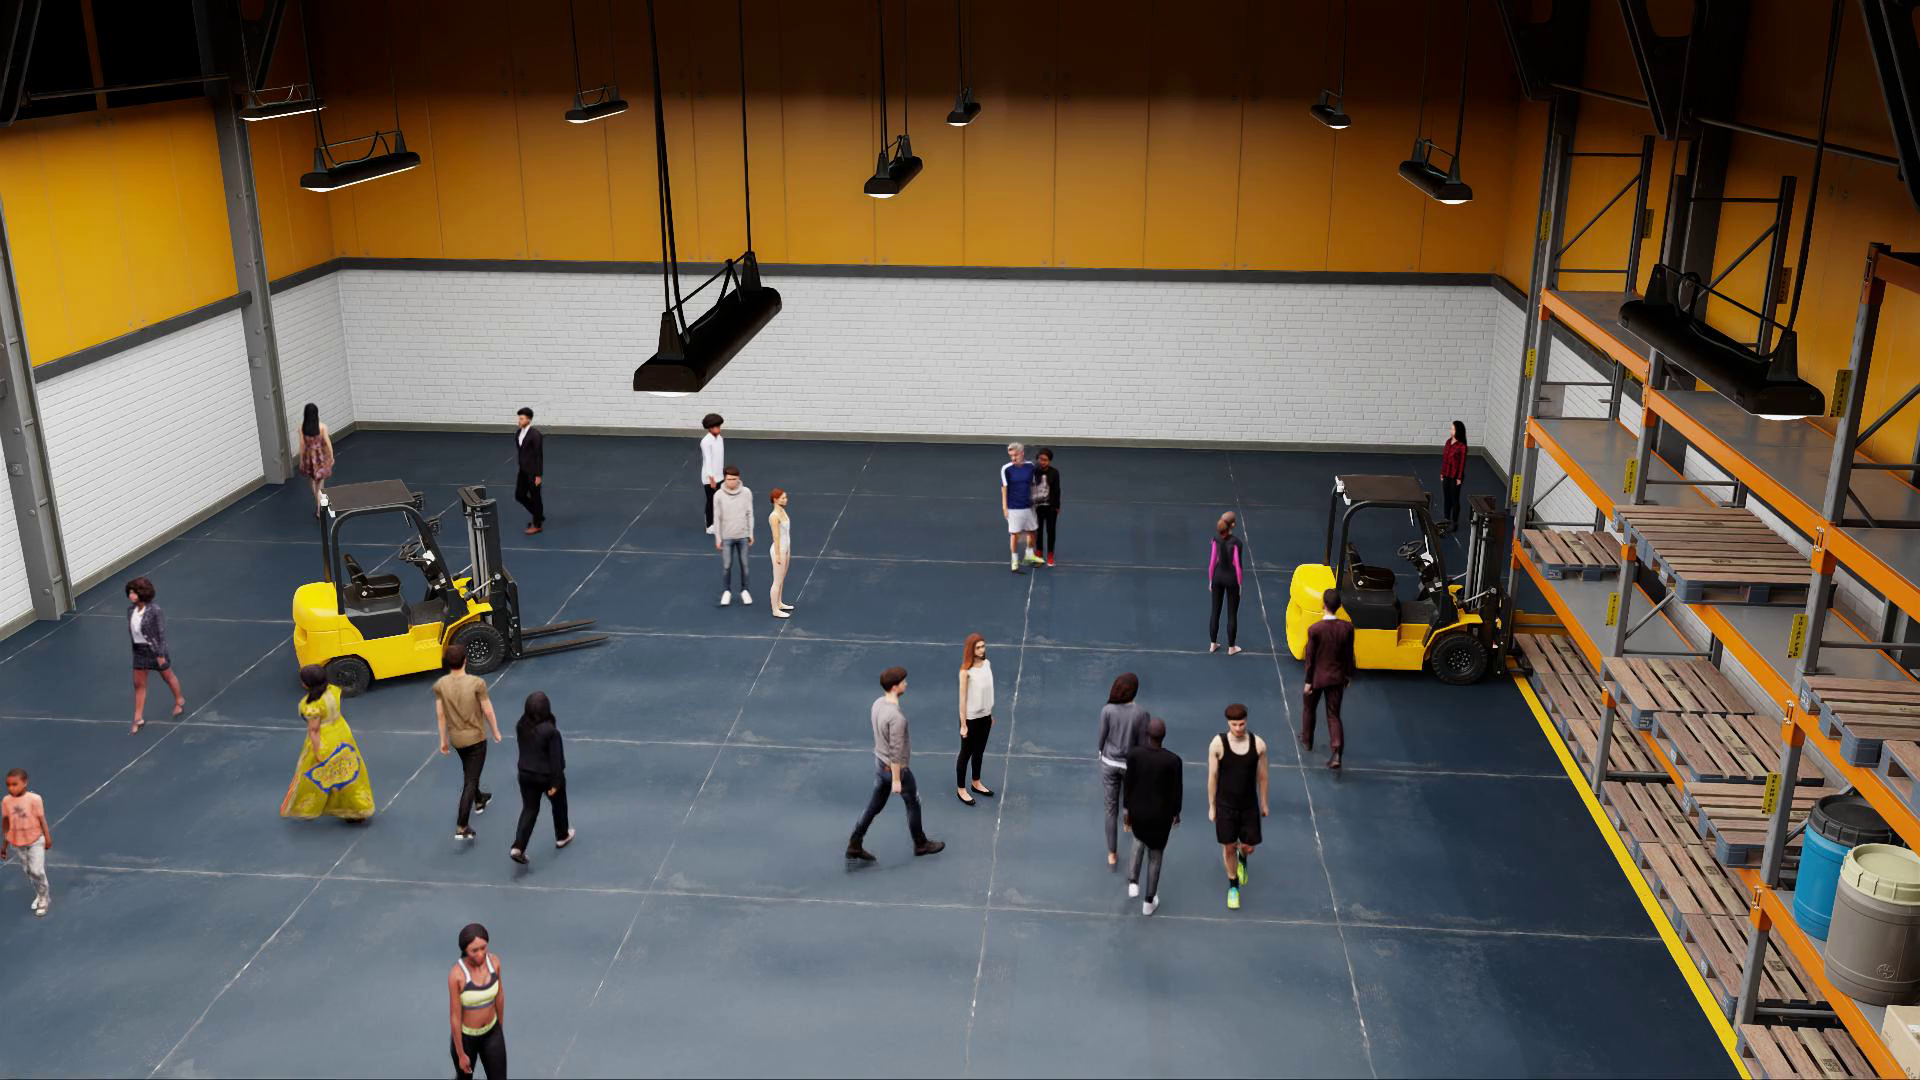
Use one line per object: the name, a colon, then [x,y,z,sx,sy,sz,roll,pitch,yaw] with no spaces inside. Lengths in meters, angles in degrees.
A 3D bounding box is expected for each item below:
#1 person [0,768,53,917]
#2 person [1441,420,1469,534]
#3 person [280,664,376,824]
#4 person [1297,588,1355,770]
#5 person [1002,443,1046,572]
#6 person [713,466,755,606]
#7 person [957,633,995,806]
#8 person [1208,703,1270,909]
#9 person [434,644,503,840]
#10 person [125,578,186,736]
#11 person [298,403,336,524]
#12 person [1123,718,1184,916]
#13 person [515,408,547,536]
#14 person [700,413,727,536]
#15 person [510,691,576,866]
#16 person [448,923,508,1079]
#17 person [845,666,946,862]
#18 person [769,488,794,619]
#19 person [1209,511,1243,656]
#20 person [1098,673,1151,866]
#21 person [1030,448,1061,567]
person: [-7.988,2.539,14.288,0.509,1.299,0.590,0,19,0]
person: [7.144,-0.930,24.037,0.716,1.652,0.599,-8,20,-22]
person: [-5.838,1.940,15.558,1.001,1.624,1.122,7,20,21]
person: [3.717,1.425,16.750,0.873,1.839,1.272,-2,19,-6]
person: [0.838,-0.459,22.392,0.931,1.808,0.873,-12,22,-32]
person: [-2.870,-0.076,21.193,0.734,1.847,0.698,-5,19,-14]
person: [0.140,1.706,16.101,0.718,1.721,0.633,17,25,41]
person: [2.376,2.226,14.312,0.691,1.877,0.792,-1,19,-3]
person: [-4.590,1.893,15.403,0.746,1.811,1.252,3,19,10]
person: [-8.546,1.202,17.713,0.767,1.648,1.080,5,19,15]
person: [-9.463,-1.104,24.402,0.779,1.749,0.964,-3,19,-9]
person: [1.592,2.365,14.097,0.742,1.751,0.767,8,20,23]
person: [-6.108,-1.020,23.951,0.843,1.876,0.873,16,24,39]
person: [-3.606,-0.944,23.855,0.788,1.795,0.678,10,21,26]
person: [-3.817,2.163,14.948,0.777,1.590,1.105,6,19,17]
person: [-3.311,3.350,11.244,1.095,1.704,1.184,-14,23,-36]
person: [-0.691,2.052,14.840,1.161,1.870,1.240,-9,20,-24]
person: [-2.263,0.141,20.868,0.612,1.644,0.397,2,19,6]
person: [3.134,0.497,19.642,0.657,1.752,0.685,11,22,30]
person: [1.444,2.084,14.981,0.638,1.718,1.142,3,19,7]
person: [1.143,-0.469,22.645,0.596,1.665,0.573,3,19,10]
